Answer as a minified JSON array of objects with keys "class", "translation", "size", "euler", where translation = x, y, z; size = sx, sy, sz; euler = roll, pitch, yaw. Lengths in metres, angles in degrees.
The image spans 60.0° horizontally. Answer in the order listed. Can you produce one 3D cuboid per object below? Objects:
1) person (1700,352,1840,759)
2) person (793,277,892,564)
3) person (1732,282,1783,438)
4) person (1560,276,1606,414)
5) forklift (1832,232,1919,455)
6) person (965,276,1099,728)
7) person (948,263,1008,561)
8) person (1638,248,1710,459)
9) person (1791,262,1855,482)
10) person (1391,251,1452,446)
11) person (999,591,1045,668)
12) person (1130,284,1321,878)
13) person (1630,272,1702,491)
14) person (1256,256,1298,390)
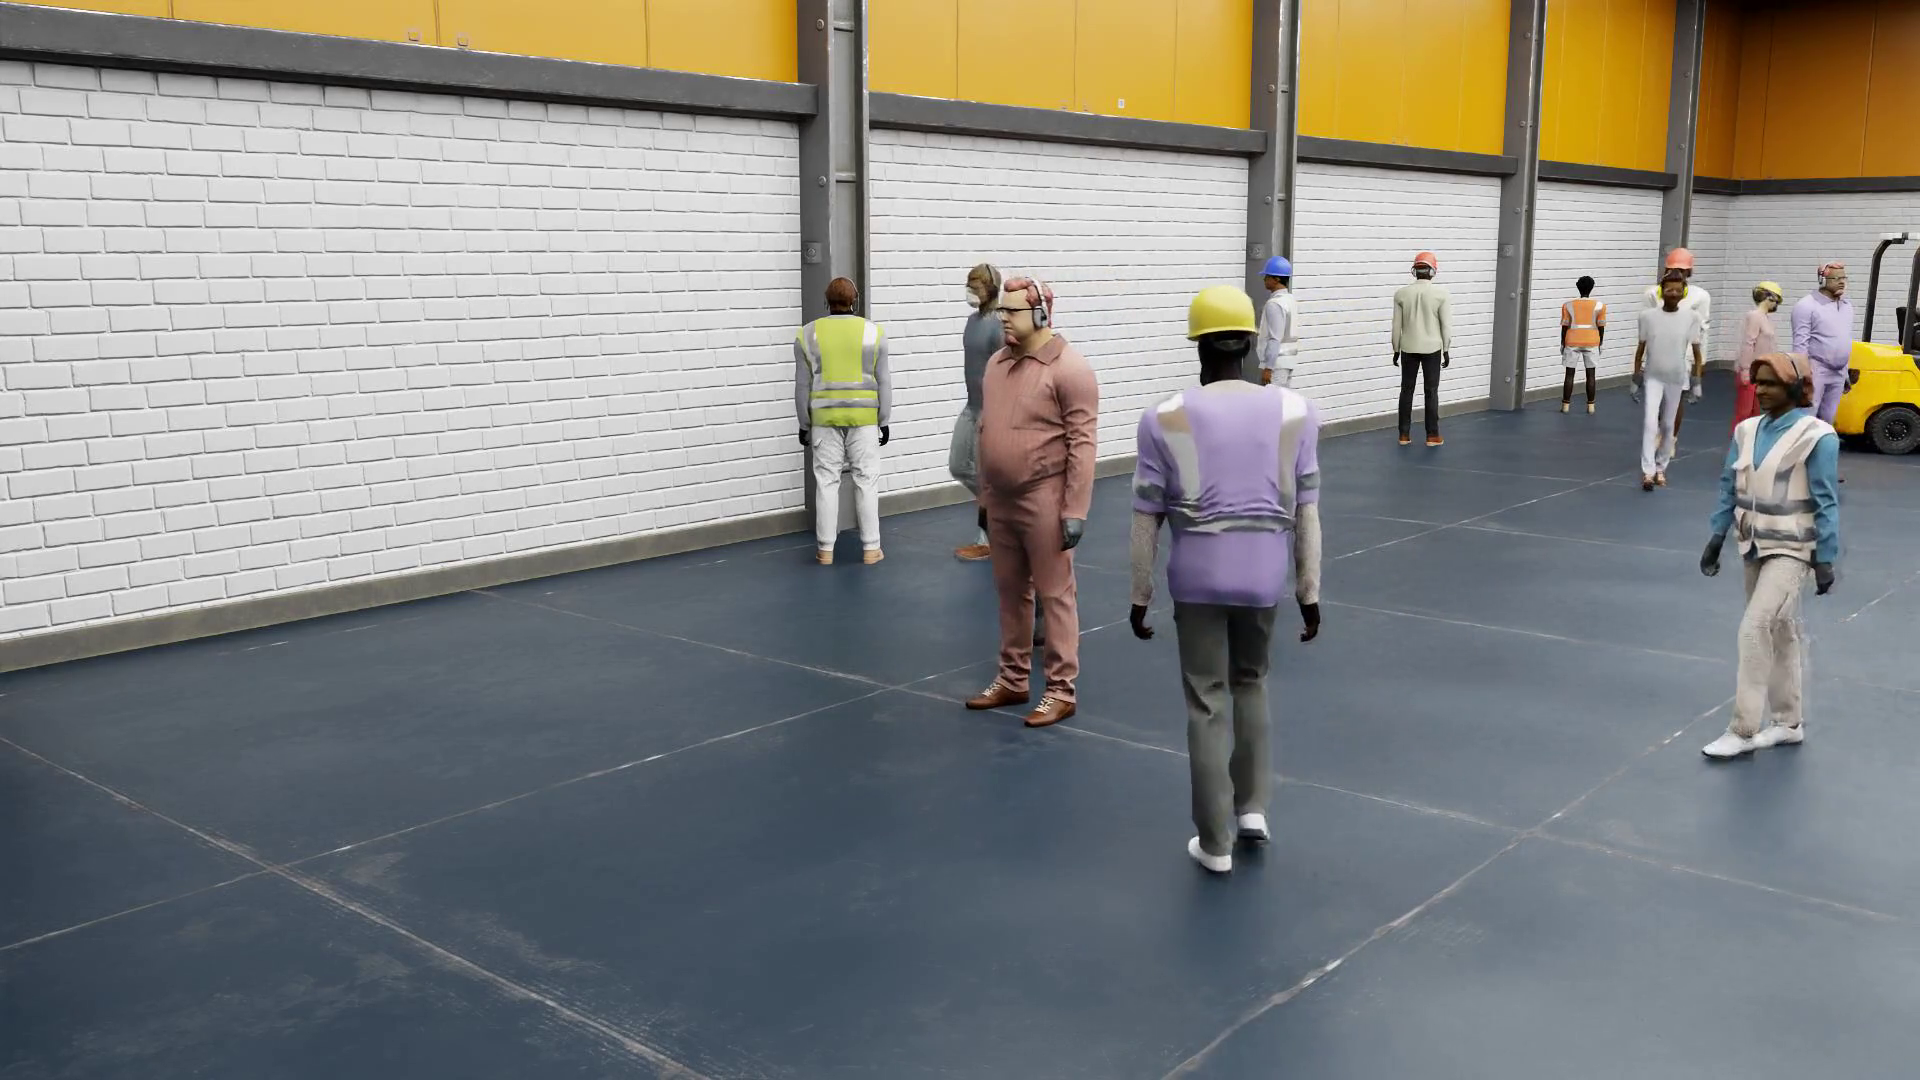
[{"class":"person","translation":[3.163,0.064,6.632],"size":[0.680,1.610,0.536],"euler":[-2,10,-13]},{"class":"person","translation":[-0.744,-0.756,10.677],"size":[0.621,1.845,0.429],"euler":[0,10,-1]},{"class":"person","translation":[7.325,-1.513,15.356],"size":[0.322,1.720,0.639],"euler":[8,13,38]},{"class":"person","translation":[7.647,-2.395,20.449],"size":[0.532,1.691,0.322],"euler":[4,11,19]},{"class":"forklift","translation":[9.955,-1.972,16.595],"size":[2.313,2.155,1.214],"euler":[1,10,8]},{"class":"person","translation":[0.284,-0.162,7.107],"size":[0.400,1.907,0.644],"euler":[-8,13,-38]},{"class":"person","translation":[0.163,-0.816,10.758],"size":[0.414,1.929,0.657],"euler":[-4,11,-21]},{"class":"person","translation":[6.800,-1.768,15.916],"size":[0.651,2.020,0.580],"euler":[6,12,32]},{"class":"person","translation":[7.455,-1.435,14.355],"size":[0.643,1.909,0.410],"euler":[-5,11,-25]},{"class":"person","translation":[4.753,-1.963,17.128],"size":[0.610,1.990,0.390],"euler":[5,11,29]},{"class":"person","translation":[0.407,-0.172,8.002],"size":[0.390,1.606,0.560],"euler":[-8,13,-39]},{"class":"person","translation":[0.851,0.130,5.428],"size":[0.608,1.906,0.515],"euler":[-1,10,-7]},{"class":"person","translation":[5.932,-1.320,13.948],"size":[0.540,1.818,0.960],"euler":[3,10,18]},{"class":"person","translation":[2.898,-1.610,15.225],"size":[0.384,1.951,0.605],"euler":[4,11,23]}]
